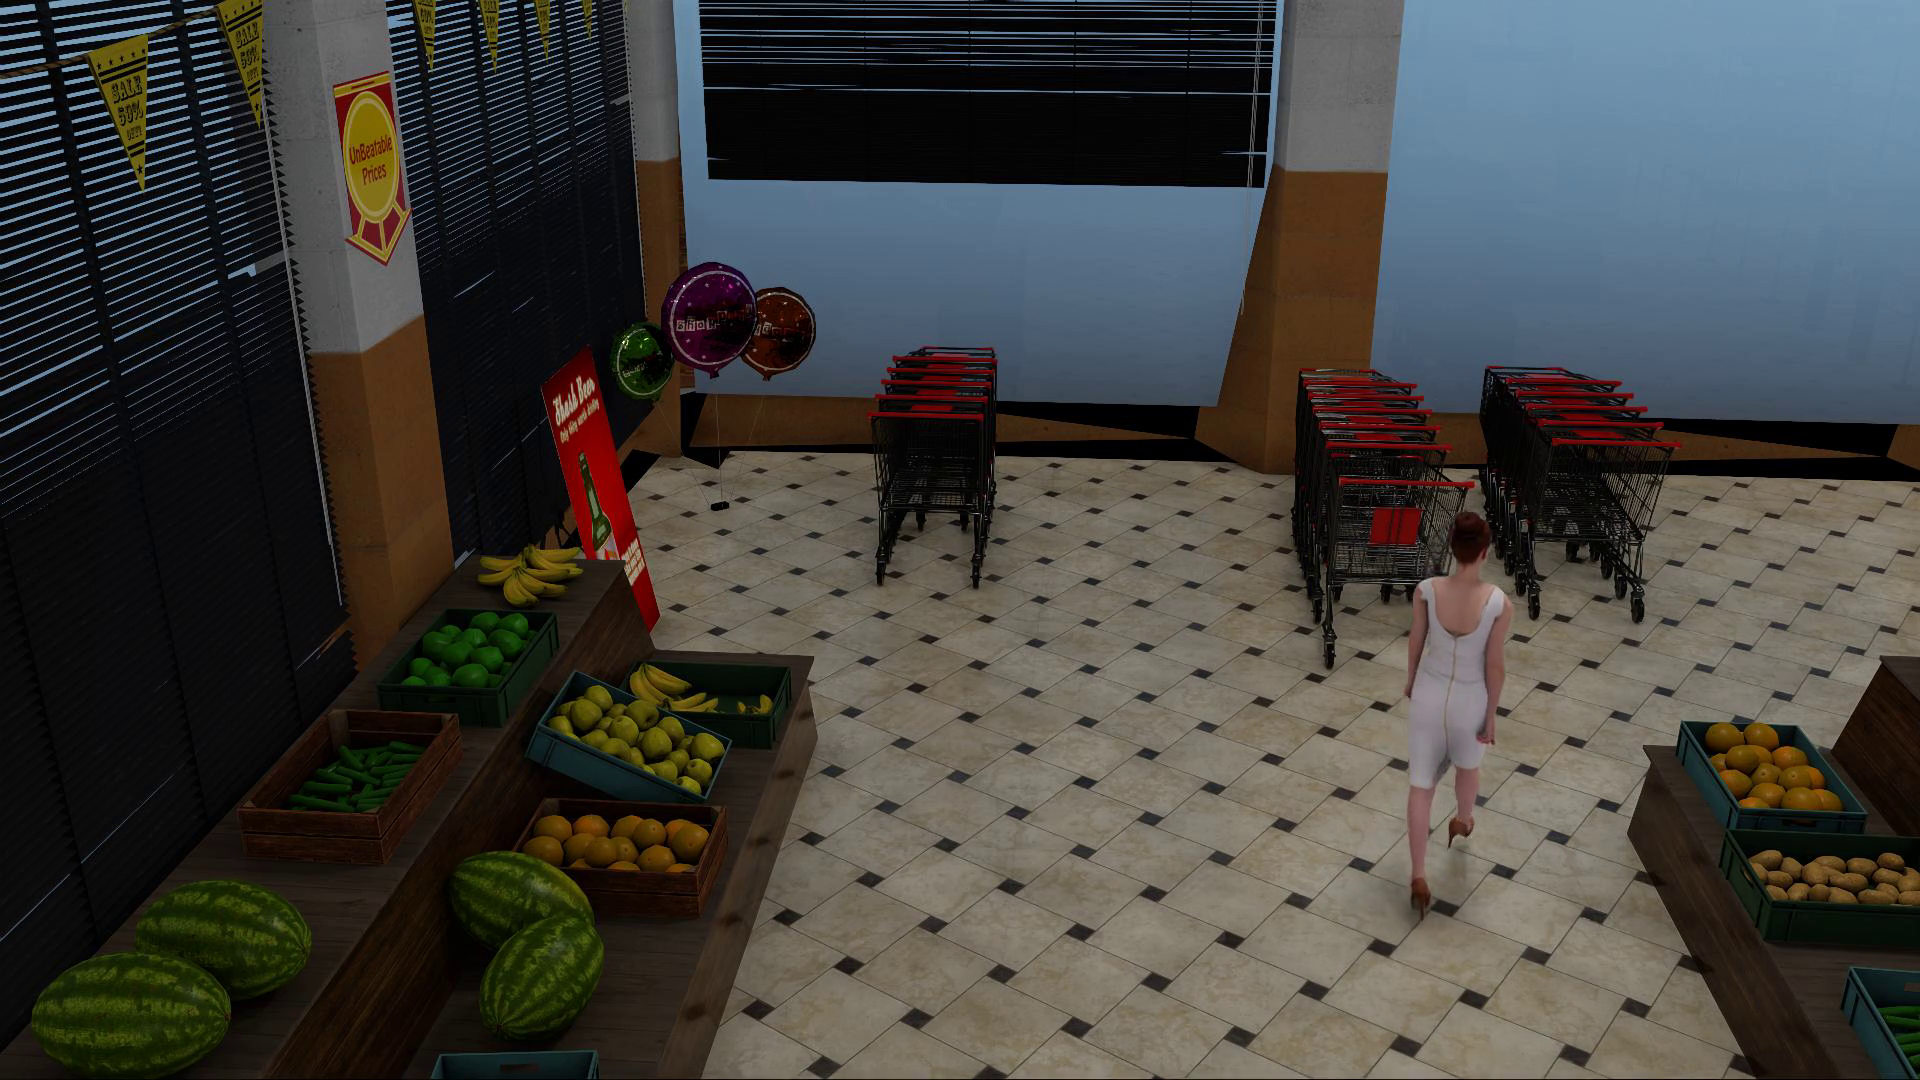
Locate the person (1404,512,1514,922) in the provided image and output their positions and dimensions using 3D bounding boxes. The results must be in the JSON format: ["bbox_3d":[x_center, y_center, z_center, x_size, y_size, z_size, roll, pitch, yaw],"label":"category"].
[{"bbox_3d":[1.985,0.757,6.876,0.856,1.763,1.079,11,25,26],"label":"person"}]
